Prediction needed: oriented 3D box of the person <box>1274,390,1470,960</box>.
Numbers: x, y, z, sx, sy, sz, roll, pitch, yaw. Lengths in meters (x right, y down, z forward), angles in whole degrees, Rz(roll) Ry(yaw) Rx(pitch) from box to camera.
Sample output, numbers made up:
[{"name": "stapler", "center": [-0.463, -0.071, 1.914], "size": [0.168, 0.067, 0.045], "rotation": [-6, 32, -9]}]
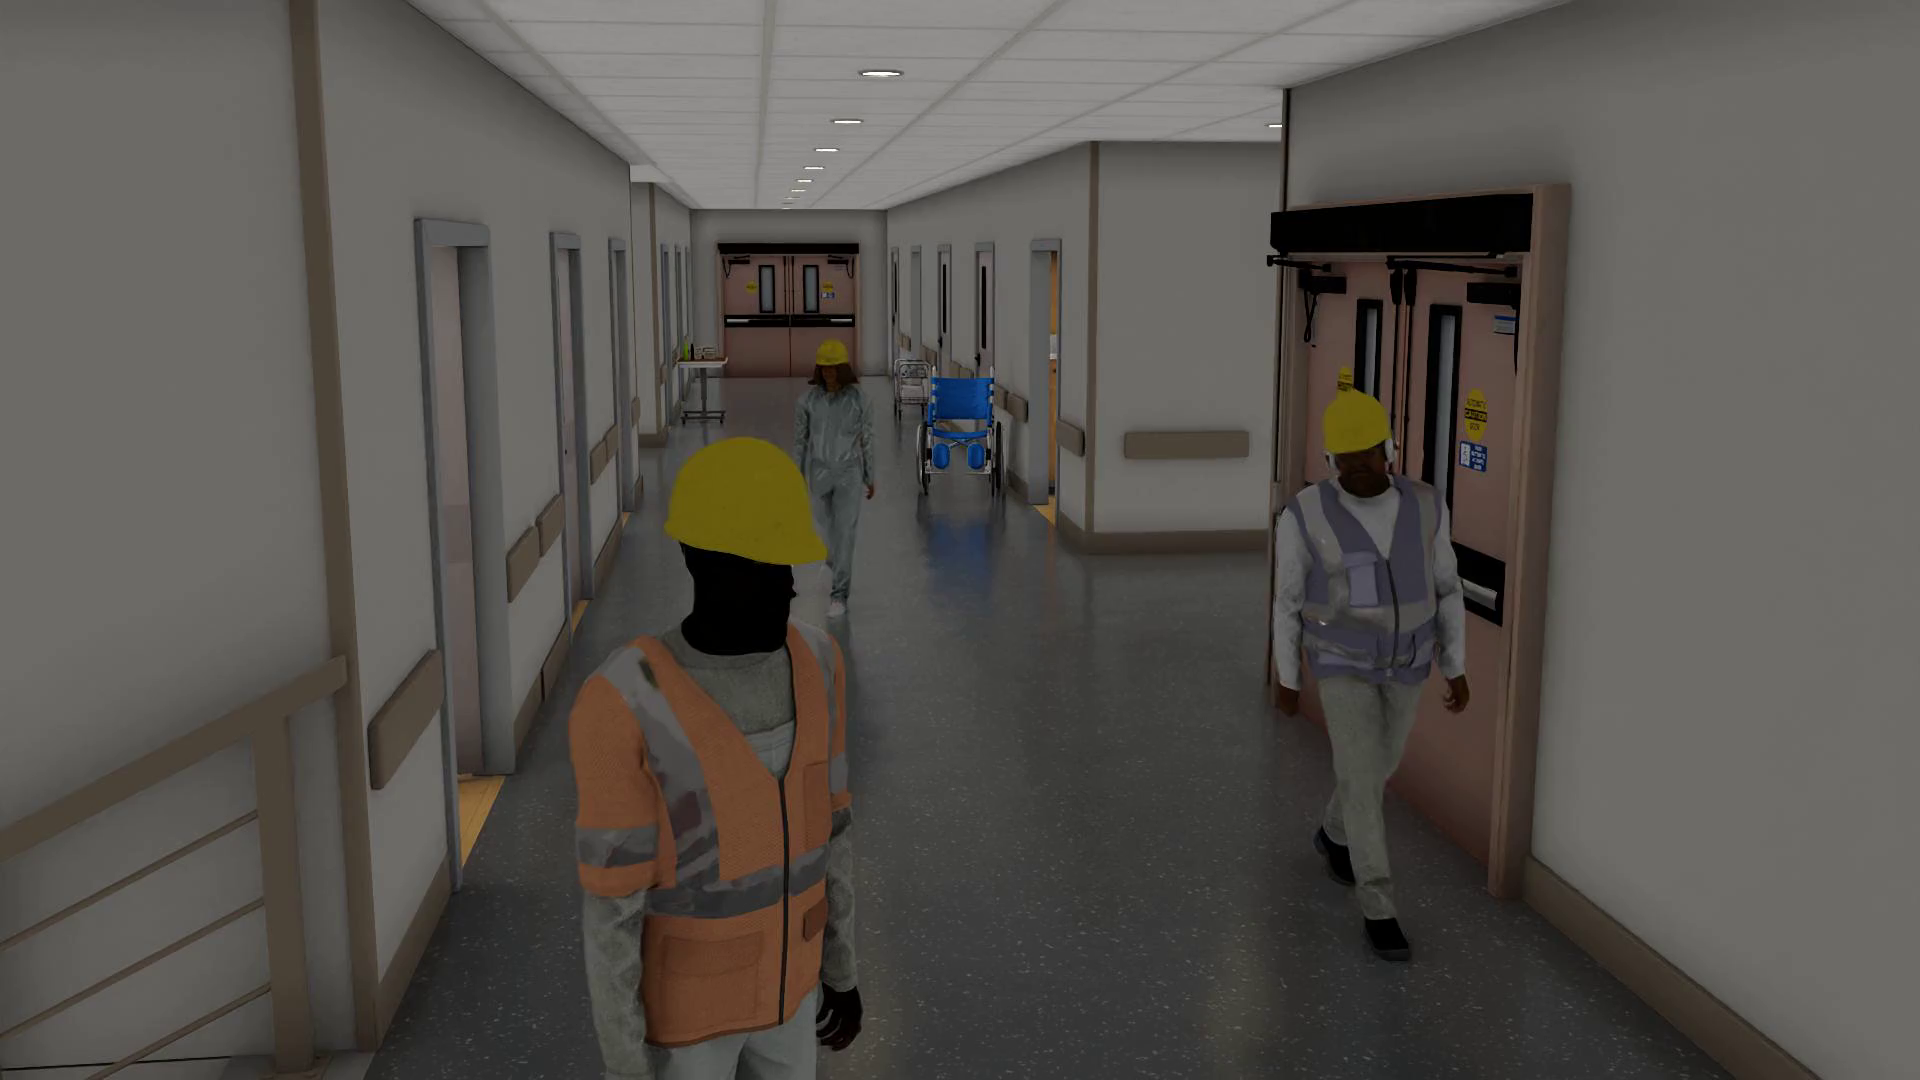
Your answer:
[{"name": "person", "center": [1.356, 0.387, 5.534], "size": [0.592, 1.786, 0.905], "rotation": [-2, 10, -11]}]

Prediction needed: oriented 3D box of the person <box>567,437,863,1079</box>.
[{"name": "person", "center": [-0.384, 0.774, 2.888], "size": [0.397, 1.920, 0.586], "rotation": [8, 12, 38]}]

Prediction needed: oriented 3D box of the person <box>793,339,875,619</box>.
[{"name": "person", "center": [-0.784, -0.419, 10.464], "size": [0.499, 1.702, 0.894], "rotation": [1, 10, 7]}]
